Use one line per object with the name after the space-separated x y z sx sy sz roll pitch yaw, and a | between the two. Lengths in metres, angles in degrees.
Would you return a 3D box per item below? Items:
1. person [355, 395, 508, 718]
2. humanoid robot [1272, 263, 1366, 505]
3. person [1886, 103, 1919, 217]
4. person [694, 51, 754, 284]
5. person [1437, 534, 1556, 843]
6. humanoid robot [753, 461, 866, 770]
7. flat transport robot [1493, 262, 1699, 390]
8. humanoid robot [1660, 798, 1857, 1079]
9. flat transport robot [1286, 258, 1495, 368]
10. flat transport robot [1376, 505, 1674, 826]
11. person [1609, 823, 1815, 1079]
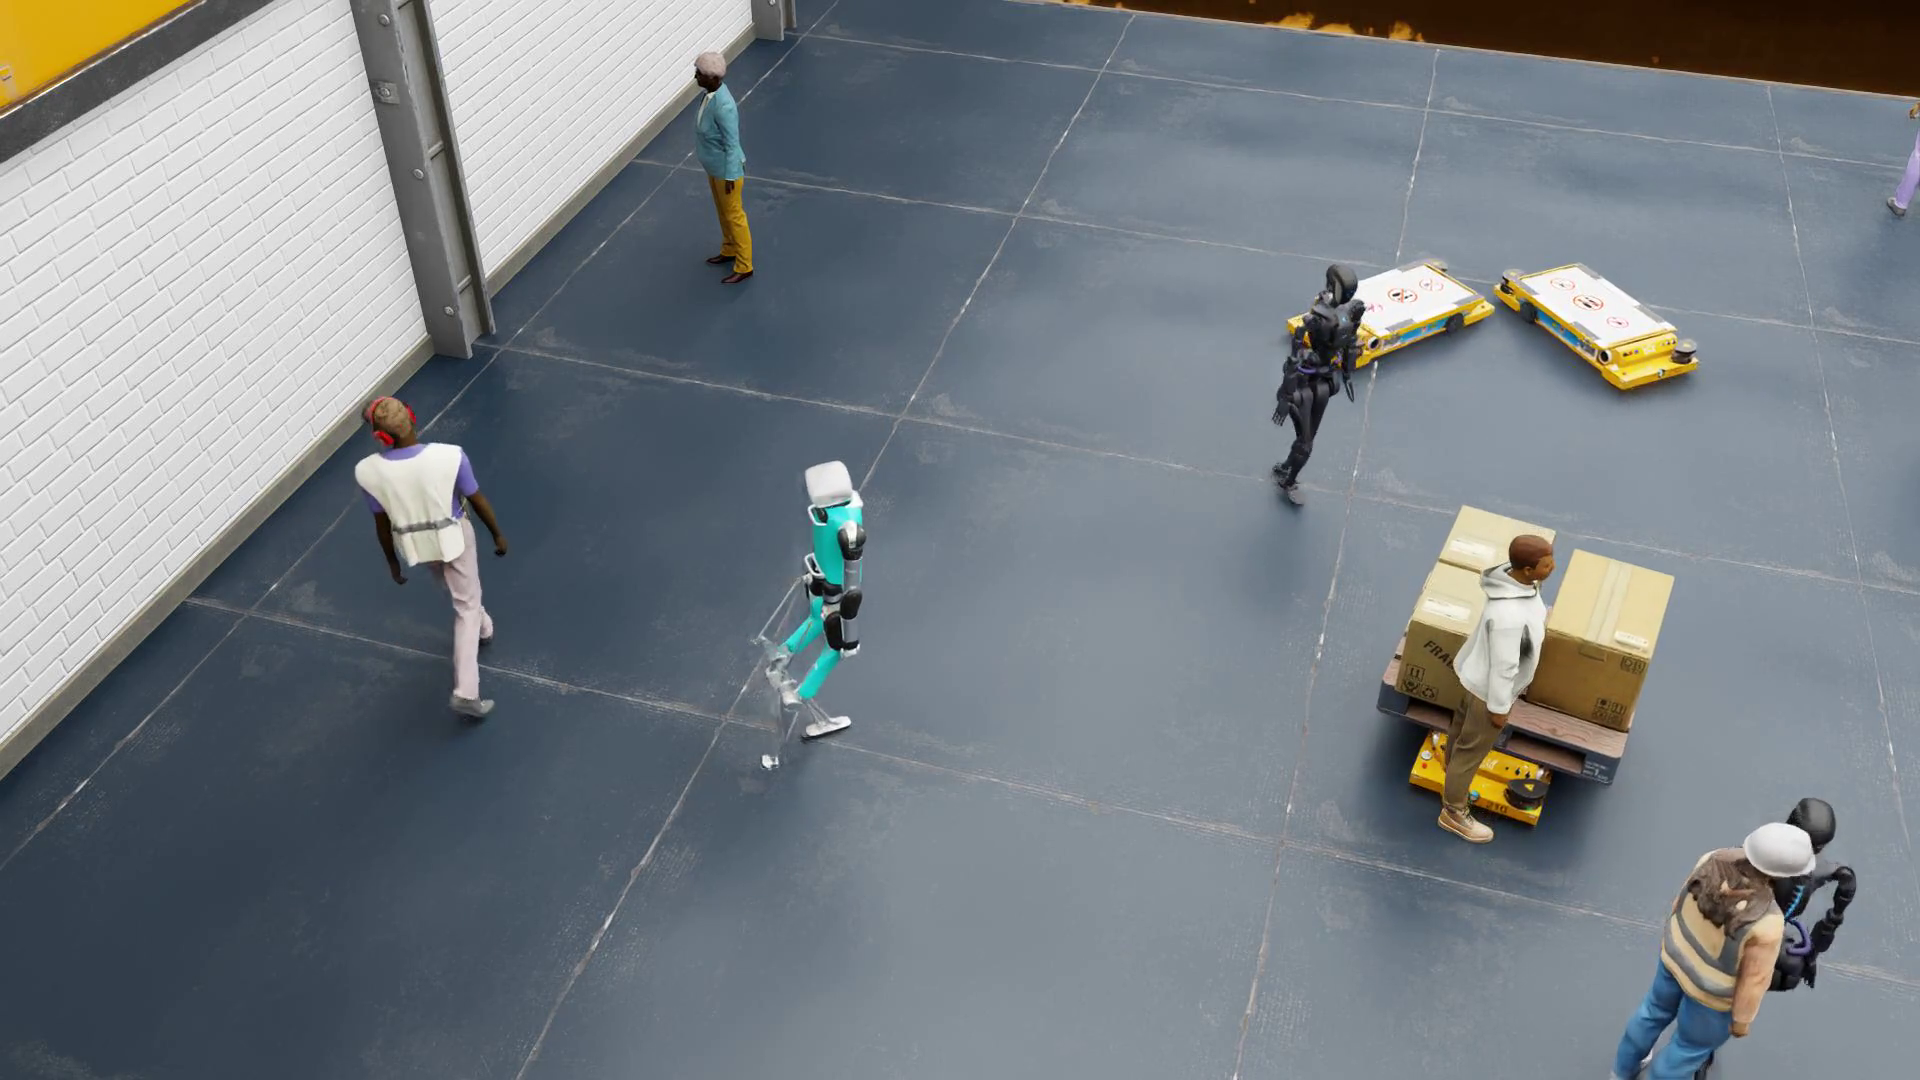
-2.738 0.063 8.720 0.634 1.783 0.924 -3 39 -4 | person
2.126 -0.973 10.099 0.583 1.648 0.413 -22 44 -25 | humanoid robot
7.738 -3.371 12.939 0.569 1.843 0.374 11 40 13 | person
-1.760 -2.734 12.219 0.338 1.753 0.538 -15 41 -18 | person
2.536 0.683 7.960 0.373 1.768 0.520 10 40 12 | person
-0.804 0.458 8.356 0.722 1.911 0.549 -14 41 -17 | humanoid robot
4.558 -1.578 11.967 0.659 0.231 1.431 -15 41 -18 | flat transport robot
3.230 1.712 6.800 0.614 1.649 0.723 5 39 7 | humanoid robot
3.135 -1.651 12.058 1.431 0.231 0.659 -21 43 -24 | flat transport robot
2.926 0.886 8.902 0.659 0.231 1.431 18 42 21 | flat transport robot
3.011 1.733 6.695 0.378 1.717 0.521 -10 40 -12 | person
